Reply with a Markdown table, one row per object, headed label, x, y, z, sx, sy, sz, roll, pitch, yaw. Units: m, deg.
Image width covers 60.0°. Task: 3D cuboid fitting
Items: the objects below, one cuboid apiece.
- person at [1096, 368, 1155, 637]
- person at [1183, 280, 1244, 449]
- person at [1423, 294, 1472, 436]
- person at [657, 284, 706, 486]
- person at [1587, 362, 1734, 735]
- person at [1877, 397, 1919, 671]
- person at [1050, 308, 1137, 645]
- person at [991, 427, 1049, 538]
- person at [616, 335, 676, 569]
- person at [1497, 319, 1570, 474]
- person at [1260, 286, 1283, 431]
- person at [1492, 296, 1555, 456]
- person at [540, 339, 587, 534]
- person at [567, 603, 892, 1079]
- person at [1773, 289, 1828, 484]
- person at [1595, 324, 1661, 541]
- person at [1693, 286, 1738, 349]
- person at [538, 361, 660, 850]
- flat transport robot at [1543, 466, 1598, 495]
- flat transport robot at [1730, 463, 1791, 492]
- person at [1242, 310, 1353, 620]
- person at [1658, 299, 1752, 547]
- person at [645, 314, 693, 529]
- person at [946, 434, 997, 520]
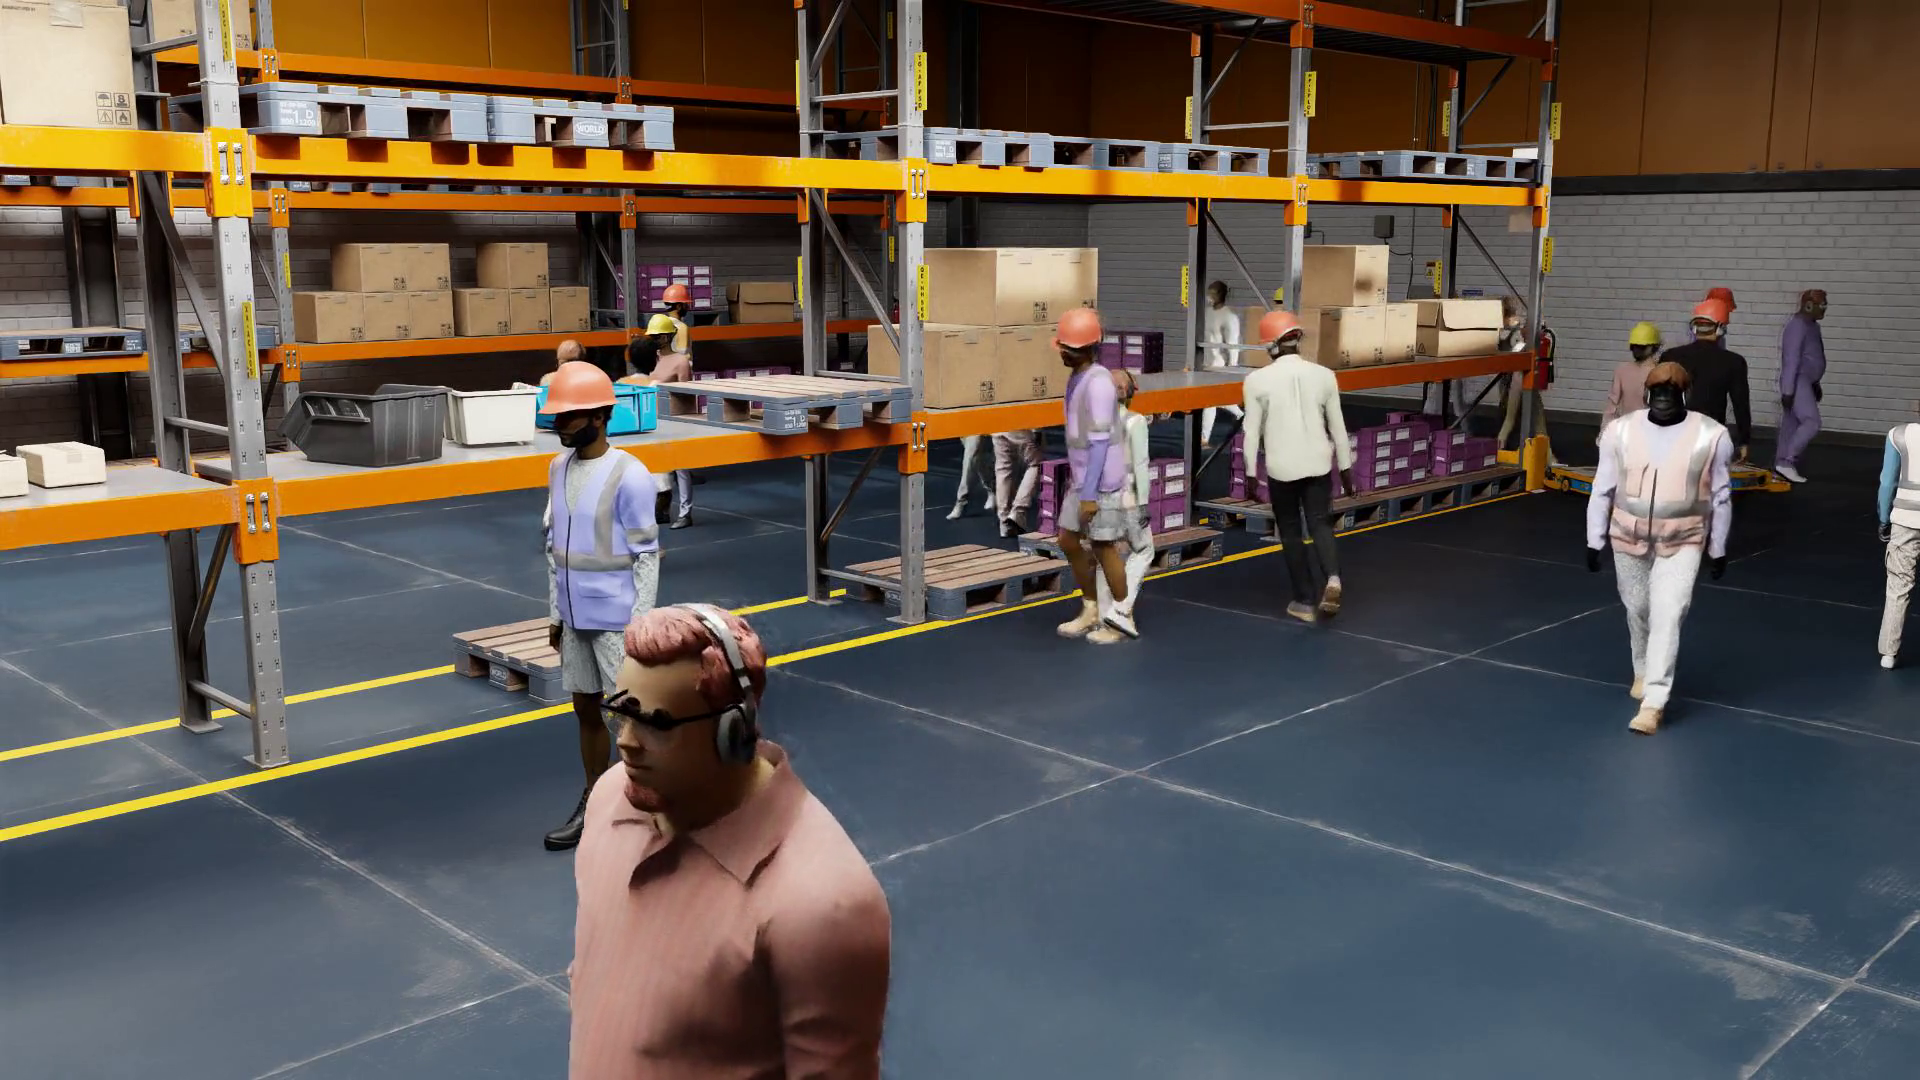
| label | x | y | z | sx | sy | sz | roll | pitch | yaw |
| --- | --- | --- | --- | --- | --- | --- | --- | --- | --- |
| person | 0.951 | -0.205 | 9.899 | 0.374 | 1.612 | 0.582 | -8 | 13 | -39 |
| person | 2.972 | -1.985 | 18.843 | 0.895 | 1.916 | 0.633 | -3 | 11 | -16 |
| person | 5.122 | -1.731 | 17.690 | 0.964 | 1.820 | 0.539 | -3 | 11 | -18 |
| person | -2.727 | -1.497 | 16.083 | 0.363 | 1.939 | 0.542 | -9 | 14 | -40 |
| person | 3.490 | 0.001 | 8.330 | 0.648 | 1.796 | 0.972 | 7 | 13 | 34 |
| person | 5.302 | -0.066 | 9.105 | 0.522 | 1.636 | 0.310 | 10 | 14 | 43 |
| person | 0.783 | -0.351 | 9.666 | 0.634 | 1.994 | 0.624 | -3 | 11 | -15 |
| person | 0.467 | -0.937 | 13.190 | 0.643 | 1.889 | 0.431 | 9 | 14 | 41 |
| person | -2.307 | -0.639 | 12.091 | 0.581 | 1.695 | 0.419 | 6 | 12 | 29 |
| person | 5.770 | -1.455 | 16.827 | 0.493 | 1.589 | 0.854 | -6 | 12 | -28 |
| person | 3.140 | -1.519 | 16.241 | 0.382 | 1.923 | 0.593 | -9 | 13 | -39 |
| person | 5.807 | -1.634 | 17.245 | 0.911 | 1.796 | 0.539 | -1 | 10 | -4 |
| person | -3.029 | -0.738 | 12.833 | 0.528 | 1.609 | 0.682 | 2 | 11 | 9 |
| person | -0.326 | 0.997 | 2.634 | 0.682 | 1.883 | 0.655 | -9 | 14 | -41 |
| person | 8.182 | -1.481 | 16.150 | 0.469 | 1.891 | 0.664 | 7 | 12 | 32 |
| person | 5.310 | -0.829 | 13.041 | 0.891 | 1.719 | 0.535 | -6 | 12 | -30 |
| person | 7.467 | -1.608 | 16.792 | 0.618 | 1.907 | 0.552 | 2 | 11 | 13 |
| person | -1.399 | 0.285 | 6.372 | 0.549 | 1.936 | 0.376 | 8 | 13 | 37 |
| flat transport robot | 6.005 | -0.503 | 15.216 | 0.652 | 0.197 | 1.431 | -2 | 11 | -10 |
| flat transport robot | 6.974 | -0.584 | 15.656 | 1.431 | 0.197 | 0.652 | -2 | 11 | -10 |
| person | 2.102 | -0.437 | 10.294 | 0.664 | 1.944 | 0.767 | -2 | 11 | -10 |
| person | 5.336 | -0.741 | 11.911 | 0.659 | 1.945 | 0.985 | 10 | 15 | 44 |
| person | -2.415 | -0.968 | 13.672 | 0.527 | 1.768 | 0.331 | 7 | 13 | 35 |
| person | 0.133 | -1.062 | 14.355 | 0.498 | 1.701 | 0.885 | 8 | 13 | 36 |
